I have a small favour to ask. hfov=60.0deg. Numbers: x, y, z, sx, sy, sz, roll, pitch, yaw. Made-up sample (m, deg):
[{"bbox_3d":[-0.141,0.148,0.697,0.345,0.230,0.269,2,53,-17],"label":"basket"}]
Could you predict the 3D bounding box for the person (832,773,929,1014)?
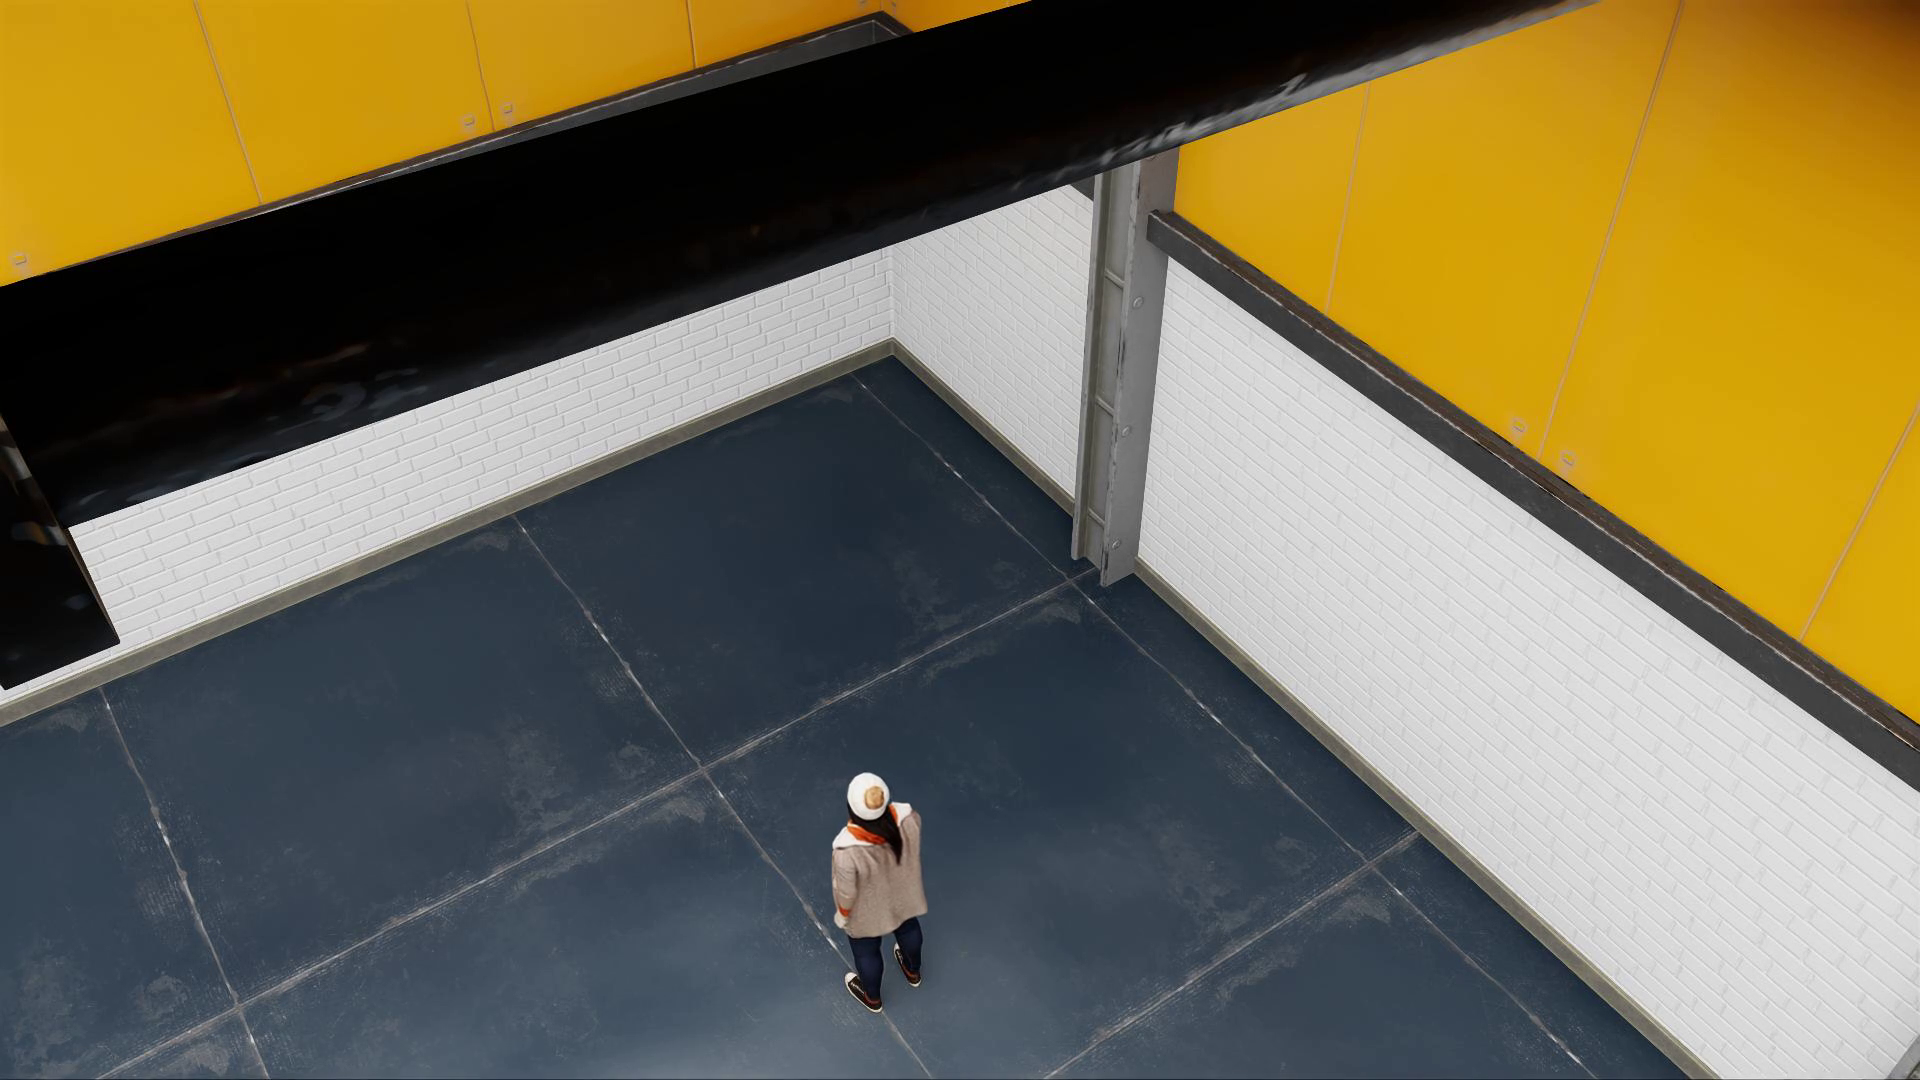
[{"bbox_3d":[-0.434,1.882,8.949,0.673,1.890,0.642,-26,49,-24],"label":"person"}]
